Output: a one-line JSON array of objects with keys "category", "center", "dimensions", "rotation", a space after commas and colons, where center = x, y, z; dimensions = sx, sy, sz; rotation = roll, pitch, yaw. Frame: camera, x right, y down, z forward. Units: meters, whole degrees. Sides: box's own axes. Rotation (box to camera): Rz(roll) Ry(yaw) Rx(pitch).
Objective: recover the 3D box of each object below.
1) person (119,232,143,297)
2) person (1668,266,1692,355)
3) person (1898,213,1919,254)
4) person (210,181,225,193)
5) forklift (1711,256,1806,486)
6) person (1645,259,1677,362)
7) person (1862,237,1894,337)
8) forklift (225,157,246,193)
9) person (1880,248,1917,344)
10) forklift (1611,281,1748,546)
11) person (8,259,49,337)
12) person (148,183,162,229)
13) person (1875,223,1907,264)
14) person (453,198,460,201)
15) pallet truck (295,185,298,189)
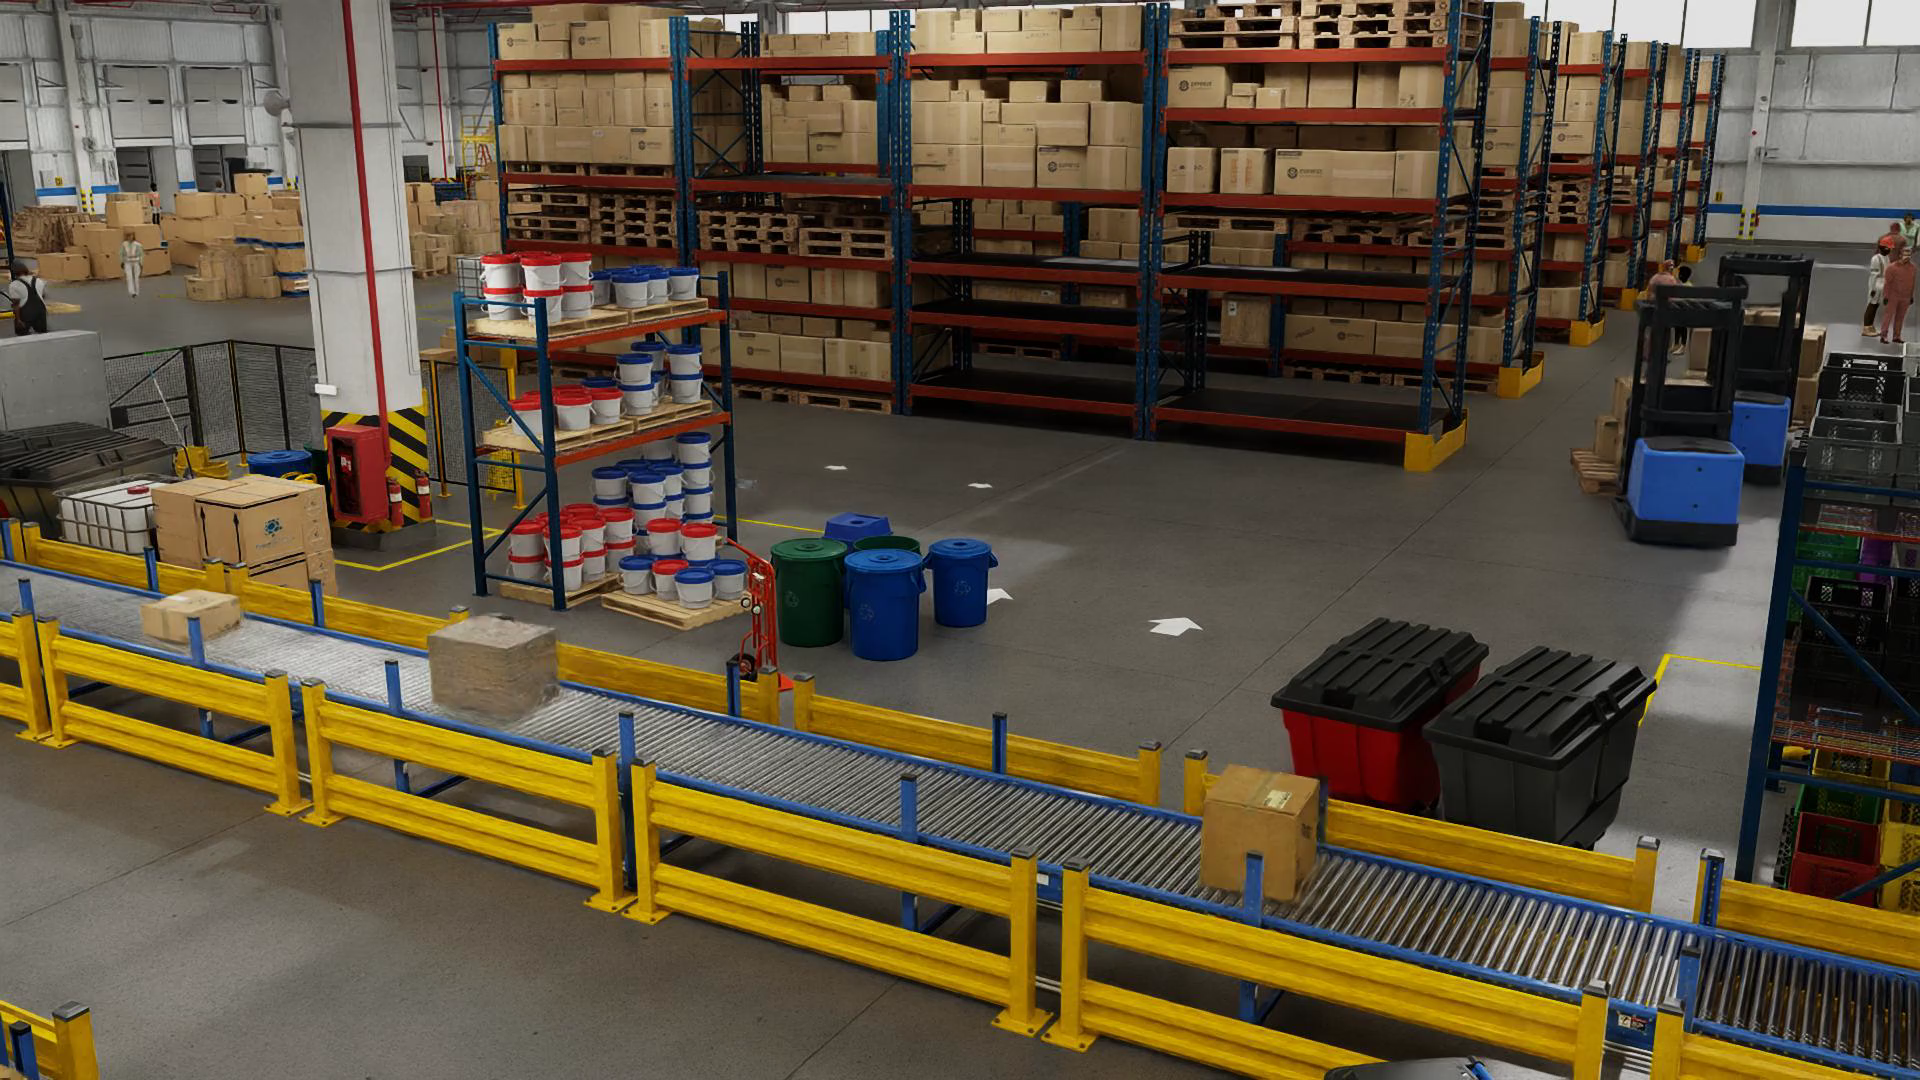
[{"category": "person", "center": [-20.521, -6.824, 41.206], "dimensions": [0.528, 1.585, 0.816], "rotation": [-6, 16, -22]}, {"category": "person", "center": [13.847, -4.409, 31.939], "dimensions": [0.319, 1.698, 0.532], "rotation": [-1, 15, -3]}, {"category": "person", "center": [25.616, -7.962, 45.099], "dimensions": [0.587, 1.805, 0.958], "rotation": [7, 16, 23]}, {"category": "person", "center": [-26.714, -11.990, 60.025], "dimensions": [0.642, 1.926, 0.395], "rotation": [5, 16, 19]}, {"category": "forklift", "center": [10.271, -2.253, 21.570], "dimensions": [1.129, 2.768, 1.873], "rotation": [8, 17, 27]}, {"category": "person", "center": [13.155, -4.293, 31.126], "dimensions": [0.398, 1.899, 0.649], "rotation": [-5, 16, -19]}, {"category": "person", "center": [18.984, -5.221, 34.343], "dimensions": [0.606, 2.039, 0.395], "rotation": [-12, 19, -39]}, {"category": "forklift", "center": [-24.841, -11.763, 57.320], "dimensions": [1.873, 2.768, 1.129], "rotation": [-13, 20, -40]}, {"category": "person", "center": [18.836, -4.887, 33.338], "dimensions": [0.652, 1.906, 0.402], "rotation": [-2, 15, -7]}, {"category": "forklift", "center": [8.160, -1.487, 18.690], "dimensions": [1.129, 2.768, 1.873], "rotation": [4, 15, 14]}, {"category": "person", "center": [-16.946, -4.148, 30.303], "dimensions": [1.009, 2.000, 0.691], "rotation": [9, 17, 30]}, {"category": "person", "center": [-30.253, -12.553, 62.552], "dimensions": [0.318, 1.700, 0.536], "rotation": [3, 15, 10]}, {"category": "person", "center": [22.726, -6.819, 40.685], "dimensions": [0.642, 1.871, 0.957], "rotation": [9, 17, 31]}, {"category": "person", "center": [-16.458, -10.385, 54.517], "dimensions": [0.525, 1.639, 0.307], "rotation": [12, 19, 38]}, {"category": "pallet truck", "center": [-26.804, -14.617, 69.738], "dimensions": [1.885, 1.965, 0.823], "rotation": [-14, 20, -42]}]
